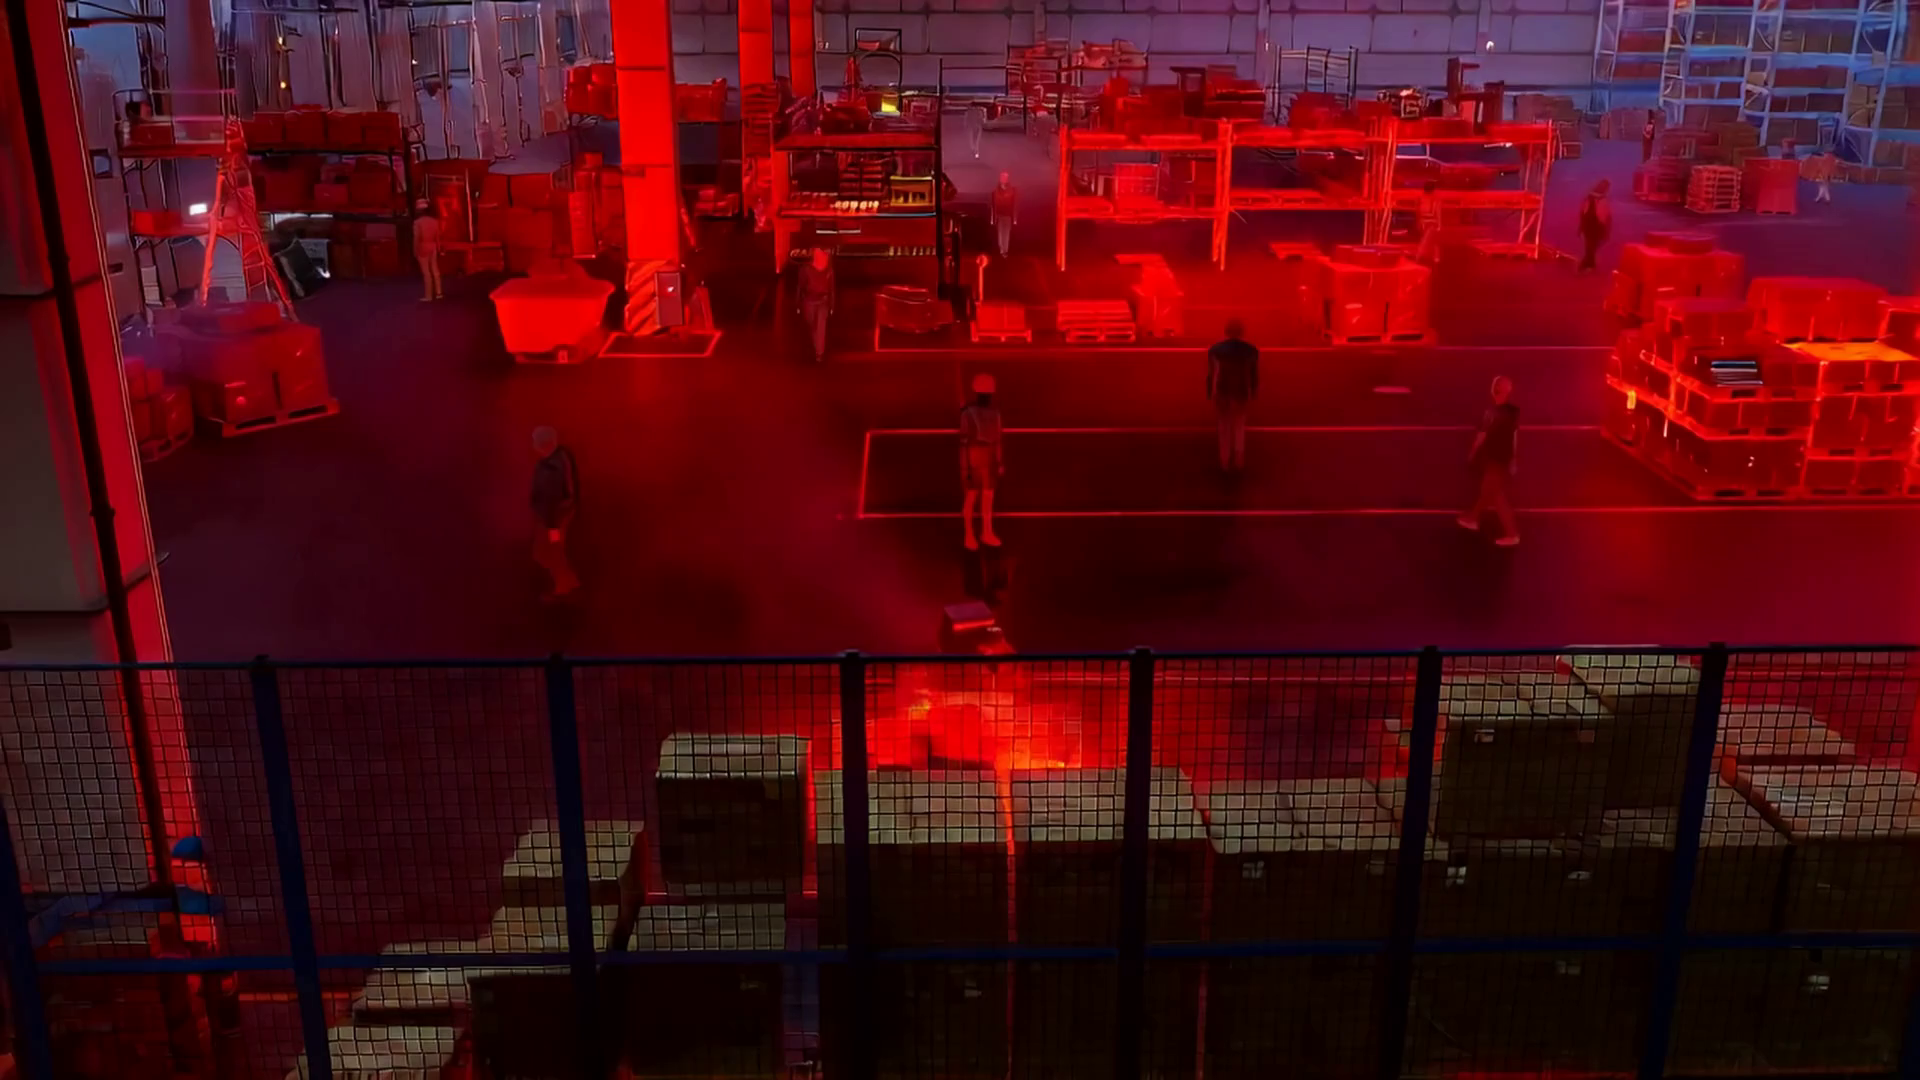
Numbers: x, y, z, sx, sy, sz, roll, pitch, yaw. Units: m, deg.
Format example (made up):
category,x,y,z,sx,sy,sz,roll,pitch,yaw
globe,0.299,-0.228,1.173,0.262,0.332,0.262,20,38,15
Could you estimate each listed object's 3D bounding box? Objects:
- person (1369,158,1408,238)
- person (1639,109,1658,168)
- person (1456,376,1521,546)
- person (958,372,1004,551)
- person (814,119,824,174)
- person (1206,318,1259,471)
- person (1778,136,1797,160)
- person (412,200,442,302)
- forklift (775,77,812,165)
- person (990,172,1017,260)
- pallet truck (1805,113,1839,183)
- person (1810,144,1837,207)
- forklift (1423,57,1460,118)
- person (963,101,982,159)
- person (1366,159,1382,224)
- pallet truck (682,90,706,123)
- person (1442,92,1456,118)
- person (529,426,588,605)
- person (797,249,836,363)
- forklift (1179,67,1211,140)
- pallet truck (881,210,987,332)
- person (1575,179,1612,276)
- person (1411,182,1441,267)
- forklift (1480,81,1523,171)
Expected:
category,x,y,z,sx,sy,sz,roll,pitch,yaw
person,10.221,-8.099,39.423,1.023,1.884,0.642,-1,19,-3
person,22.412,-13.023,54.004,0.390,1.912,0.589,-3,19,-8
person,5.839,-0.873,18.107,0.533,1.823,0.989,-12,22,-32
person,0.245,-0.854,17.857,0.543,1.939,0.355,-11,22,-30
person,-4.473,-12.416,52.526,0.317,1.695,0.540,-3,19,-8
person,3.385,-1.835,20.805,0.630,1.921,0.594,1,19,3
person,23.580,-10.688,47.491,0.309,1.640,0.513,-14,23,-35
person,-10.165,-5.497,31.664,0.380,1.917,0.586,11,22,30
forklift,-5.917,-13.894,55.089,1.873,2.768,1.129,-1,19,-1
person,0.959,-7.167,36.665,0.600,1.893,0.928,1,19,4
pallet truck,26.403,-11.957,50.702,0.823,1.965,1.885,6,19,16
person,23.464,-9.871,45.032,0.533,1.664,0.803,-7,20,-21
forklift,20.270,-18.501,68.755,1.873,2.768,1.129,2,19,5
person,0.412,-14.058,57.052,0.656,1.925,0.450,-2,19,-7
person,10.422,-8.705,41.608,0.521,1.640,0.307,17,25,41
pallet truck,-9.671,-15.907,62.421,0.823,1.965,1.885,5,19,15
person,18.172,-15.722,62.013,0.549,1.920,0.599,-10,21,-28
person,-3.946,-0.220,16.145,0.444,1.824,0.647,-2,19,-6
person,-2.308,-3.833,26.935,0.631,1.789,0.962,0,19,-1
forklift,8.564,-16.052,61.490,1.129,2.768,1.873,-3,19,-9
pallet truck,-0.493,-4.759,29.349,1.885,1.965,0.823,-13,23,-34
person,13.074,-6.493,34.426,0.894,2.000,0.719,-10,21,-26
person,9.931,-6.687,35.346,1.017,1.824,0.561,-7,20,-21
forklift,16.868,-13.122,52.798,1.873,2.768,1.129,14,23,36
